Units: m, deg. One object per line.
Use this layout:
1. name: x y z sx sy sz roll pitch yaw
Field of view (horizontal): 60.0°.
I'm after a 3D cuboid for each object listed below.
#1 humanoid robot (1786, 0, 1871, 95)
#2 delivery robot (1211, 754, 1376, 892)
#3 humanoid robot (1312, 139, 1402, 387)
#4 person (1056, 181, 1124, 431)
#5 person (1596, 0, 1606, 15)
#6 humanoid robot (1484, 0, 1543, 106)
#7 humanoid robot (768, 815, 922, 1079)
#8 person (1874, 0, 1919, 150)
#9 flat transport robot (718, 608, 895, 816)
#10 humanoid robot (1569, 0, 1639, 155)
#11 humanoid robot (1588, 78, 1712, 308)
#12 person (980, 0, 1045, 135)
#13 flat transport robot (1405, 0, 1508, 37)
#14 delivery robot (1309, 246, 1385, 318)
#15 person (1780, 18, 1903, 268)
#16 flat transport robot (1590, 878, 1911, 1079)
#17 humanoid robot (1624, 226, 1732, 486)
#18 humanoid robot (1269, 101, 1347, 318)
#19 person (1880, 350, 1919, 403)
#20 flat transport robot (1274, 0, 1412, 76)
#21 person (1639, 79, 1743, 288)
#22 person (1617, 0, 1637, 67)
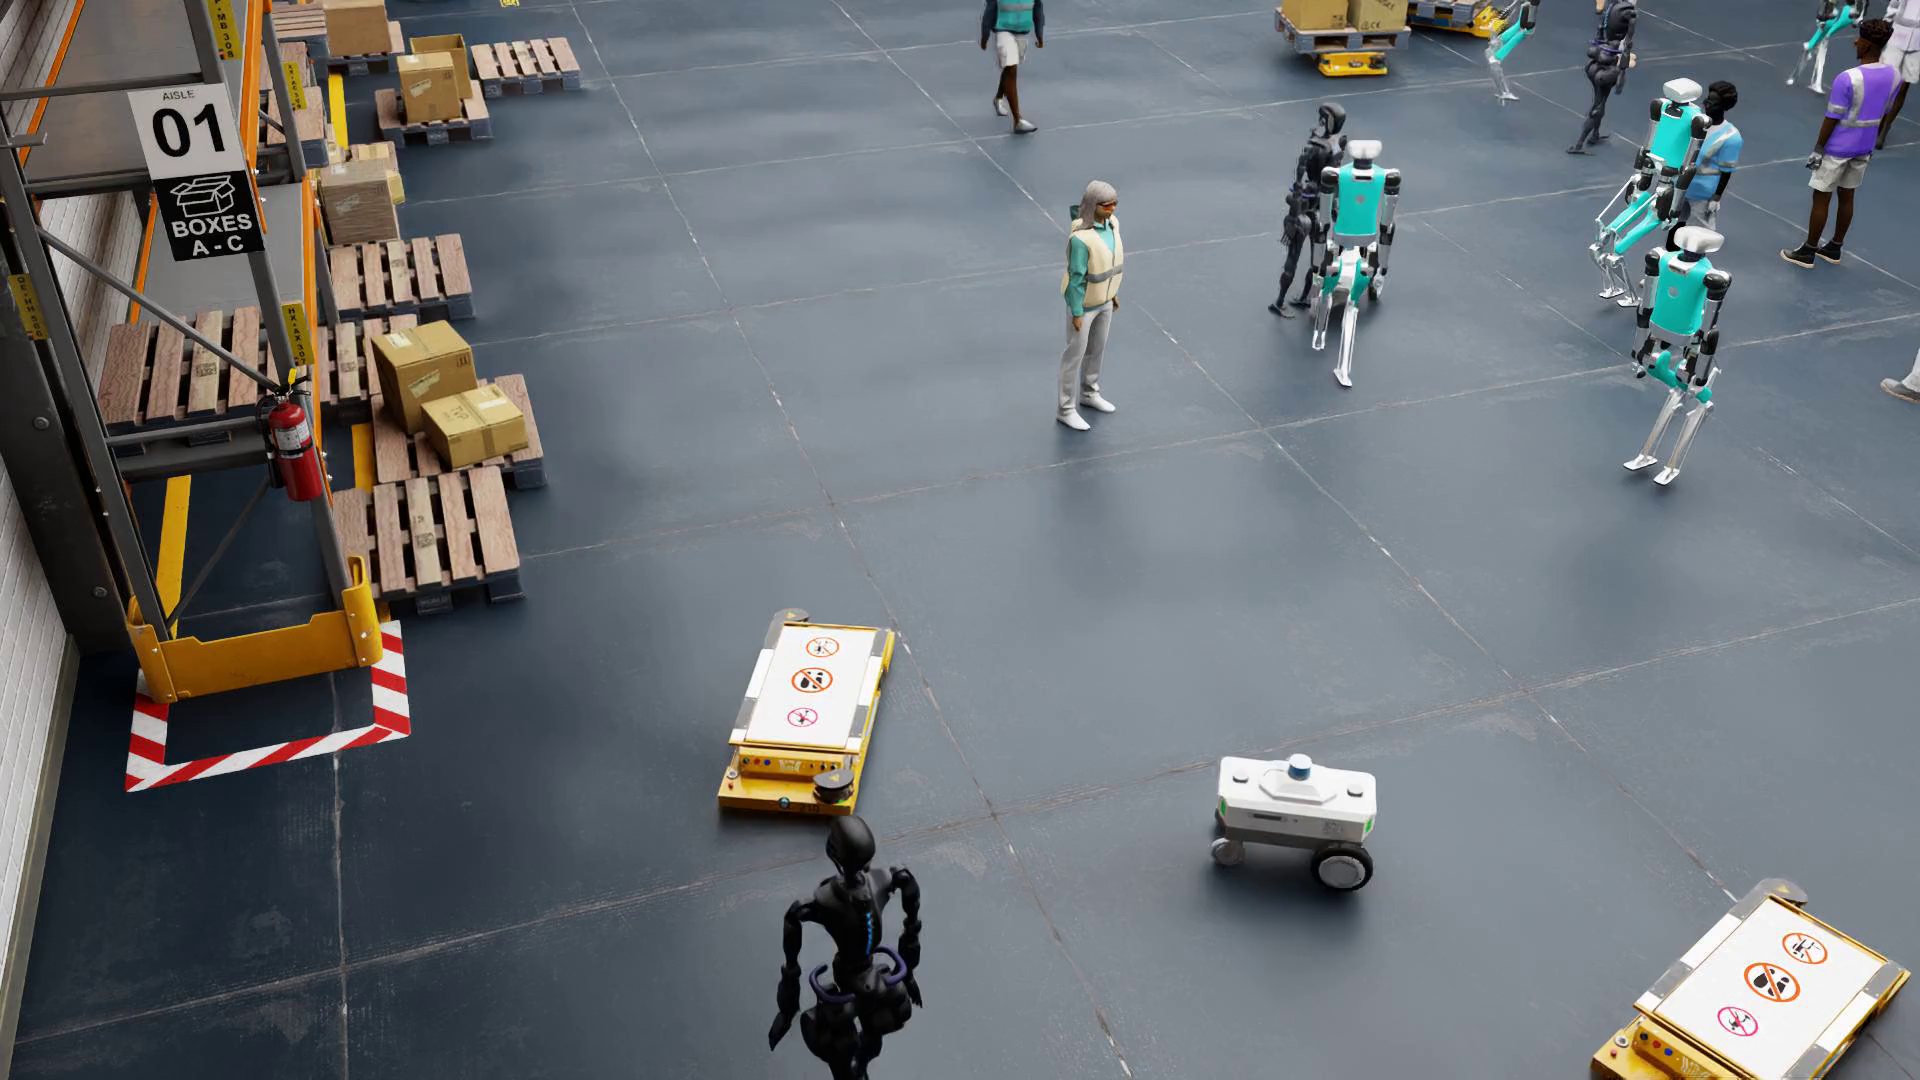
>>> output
1. humanoid robot: 8.746 -5.311 16.760 0.551 1.894 0.782 -4 33 -6
2. delivery robot: 1.549 1.242 7.675 0.769 0.577 0.499 6 34 9
3. humanoid robot: 2.694 -1.991 11.620 0.537 1.839 0.878 3 33 5
4. person: 0.847 -1.551 10.928 0.372 1.702 0.459 23 40 31
5. person: 7.649 -6.889 19.136 0.464 1.675 0.372 21 38 28
6. humanoid robot: 5.478 -5.175 16.499 0.651 1.854 0.540 9 34 13
7. humanoid robot: -0.432 1.634 6.082 0.593 1.637 0.703 -17 37 -24
8. person: 8.748 -4.555 15.331 0.569 1.922 0.400 18 37 26
9. flat transport robot: -0.762 0.857 8.544 0.659 0.231 1.431 4 33 5
10. humanoid robot: 5.992 -4.390 15.321 0.575 1.635 0.613 -5 33 -8
11. humanoid robot: 4.984 -2.524 12.264 0.735 1.677 0.533 -12 35 -18
12. person: 0.494 -4.877 15.863 0.601 1.878 1.022 -16 36 -23
13. flat transport robot: 5.504 -6.039 19.120 1.431 0.231 0.659 17 37 24
14. delivery robot: 2.940 -2.025 12.713 0.499 0.606 0.807 15 36 21
15. person: 6.967 -3.106 13.081 0.604 1.958 0.375 -11 35 -17
16. flat transport robot: 3.294 1.949 6.870 1.431 0.231 0.659 -26 41 -33
17. humanoid robot: 4.472 -1.162 10.204 0.738 1.692 0.530 -21 39 -29
18. humanoid robot: 2.592 -2.455 12.338 0.613 1.641 0.381 -28 42 -36
19. person: 6.812 -1.683 10.995 0.583 1.854 0.793 -28 42 -36
20. flat transport robot: 4.101 -5.335 18.041 0.659 0.231 1.431 -3 33 -5
21. person: 5.574 -2.643 12.602 0.318 1.699 0.534 -14 36 -21
22. person: 7.174 -5.966 17.551 0.364 1.865 0.459 14 35 20
